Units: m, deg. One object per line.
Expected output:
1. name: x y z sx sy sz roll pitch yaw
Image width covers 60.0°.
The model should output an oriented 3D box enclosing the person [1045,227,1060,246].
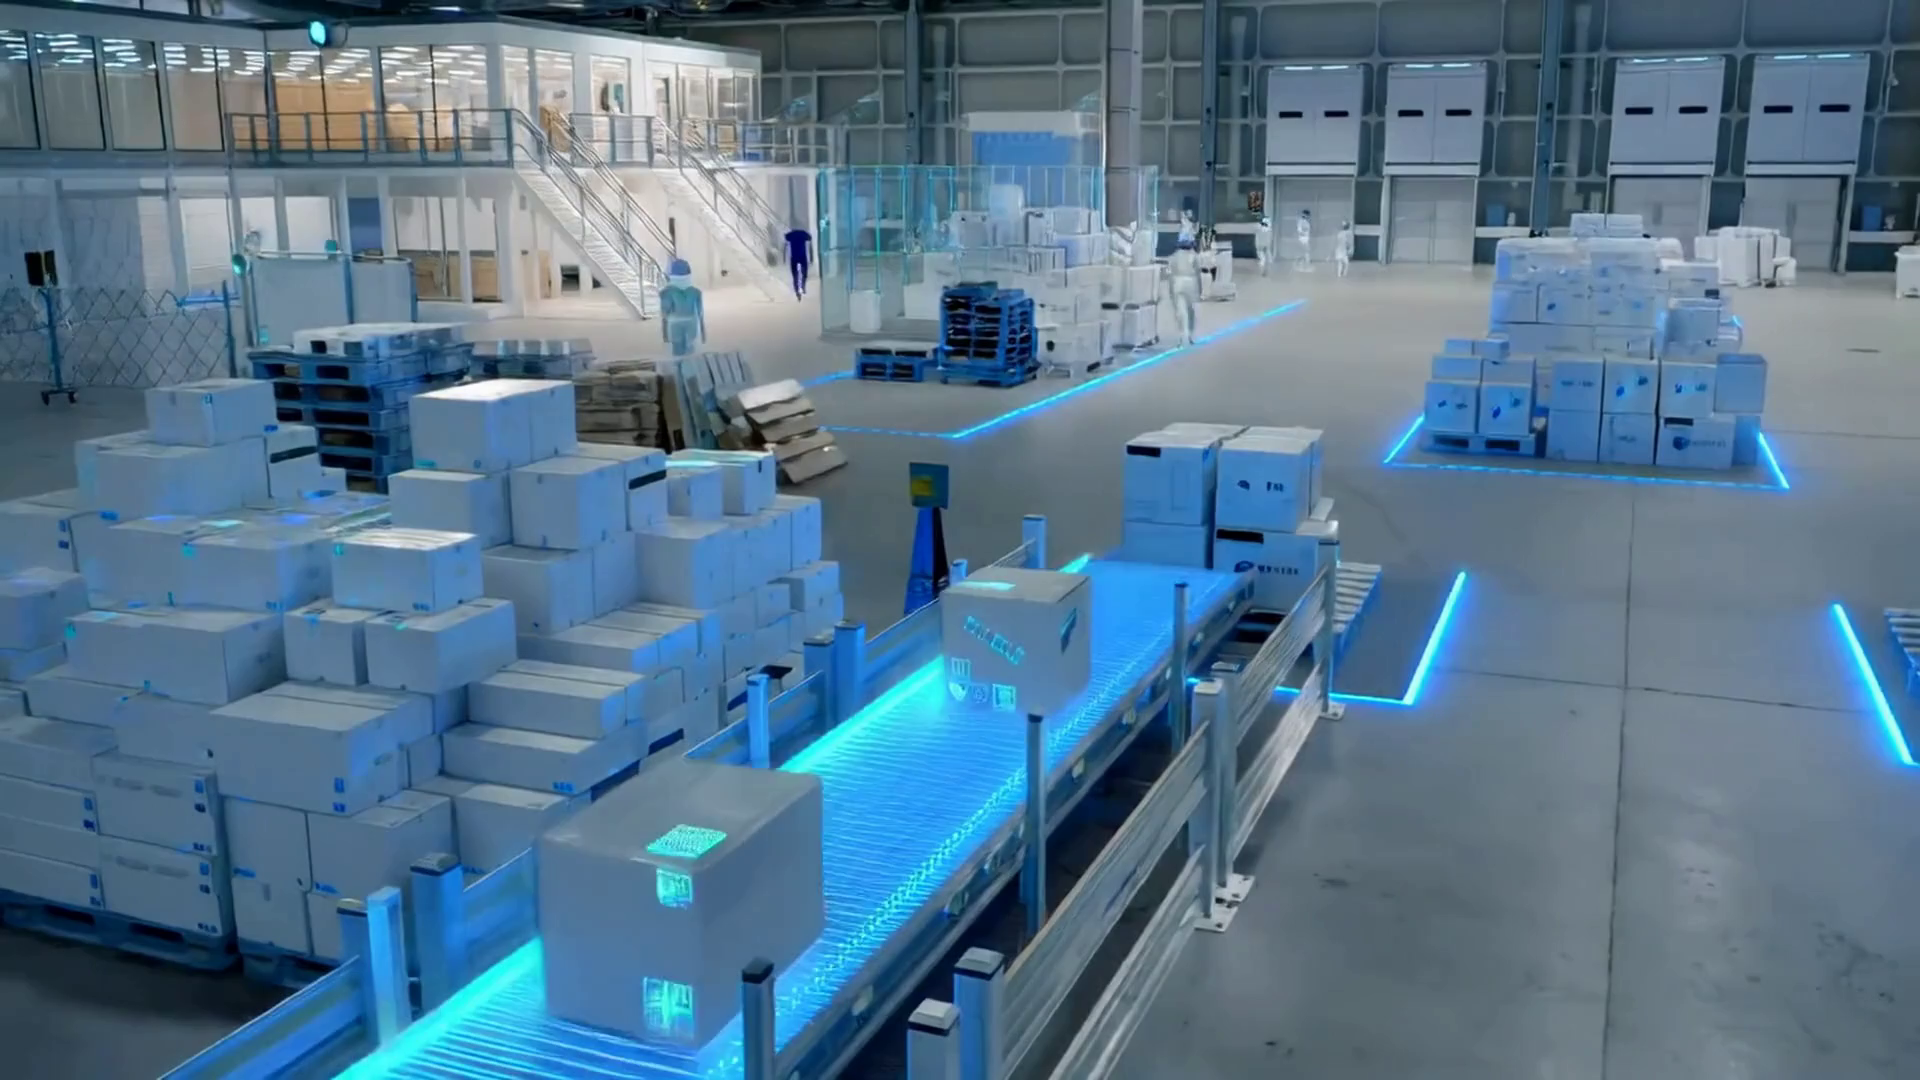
1. person: 1.847 -5.393 33.663 0.313 1.869 0.528 8 15 31

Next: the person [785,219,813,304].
1. person: -3.621 -6.284 37.553 0.631 1.915 0.475 0 13 -1

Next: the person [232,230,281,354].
1. person: -11.594 -4.101 27.479 0.688 2.000 0.538 -2 13 -9

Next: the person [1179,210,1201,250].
1. person: 6.945 -9.112 50.521 0.627 1.802 0.956 -2 13 -9

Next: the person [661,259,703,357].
1. person: -3.531 -2.606 21.071 0.548 1.916 0.796 -8 15 -33

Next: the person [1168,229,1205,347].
1. person: 3.883 -4.320 28.544 0.608 2.005 0.954 1 13 6

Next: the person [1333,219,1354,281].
1. person: 10.419 -7.878 45.238 0.539 1.684 0.376 4 13 16

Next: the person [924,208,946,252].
1. person: -0.721 -8.812 48.952 0.622 1.890 1.017 -2 13 -9

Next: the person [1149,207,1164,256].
1. person: 5.950 -9.416 51.701 0.756 1.875 0.655 -4 13 -15

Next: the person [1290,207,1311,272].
1. person: 10.136 -8.910 49.328 0.622 1.921 0.550 9 16 36

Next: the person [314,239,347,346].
1. person: -10.627 -4.138 28.065 1.021 1.872 0.597 5 14 21

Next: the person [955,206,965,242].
1. person: 0.004 -8.461 47.140 0.610 1.996 0.379 5 13 20

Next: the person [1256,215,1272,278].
1. person: 8.536 -8.227 46.630 0.550 1.751 0.363 -4 13 -18
